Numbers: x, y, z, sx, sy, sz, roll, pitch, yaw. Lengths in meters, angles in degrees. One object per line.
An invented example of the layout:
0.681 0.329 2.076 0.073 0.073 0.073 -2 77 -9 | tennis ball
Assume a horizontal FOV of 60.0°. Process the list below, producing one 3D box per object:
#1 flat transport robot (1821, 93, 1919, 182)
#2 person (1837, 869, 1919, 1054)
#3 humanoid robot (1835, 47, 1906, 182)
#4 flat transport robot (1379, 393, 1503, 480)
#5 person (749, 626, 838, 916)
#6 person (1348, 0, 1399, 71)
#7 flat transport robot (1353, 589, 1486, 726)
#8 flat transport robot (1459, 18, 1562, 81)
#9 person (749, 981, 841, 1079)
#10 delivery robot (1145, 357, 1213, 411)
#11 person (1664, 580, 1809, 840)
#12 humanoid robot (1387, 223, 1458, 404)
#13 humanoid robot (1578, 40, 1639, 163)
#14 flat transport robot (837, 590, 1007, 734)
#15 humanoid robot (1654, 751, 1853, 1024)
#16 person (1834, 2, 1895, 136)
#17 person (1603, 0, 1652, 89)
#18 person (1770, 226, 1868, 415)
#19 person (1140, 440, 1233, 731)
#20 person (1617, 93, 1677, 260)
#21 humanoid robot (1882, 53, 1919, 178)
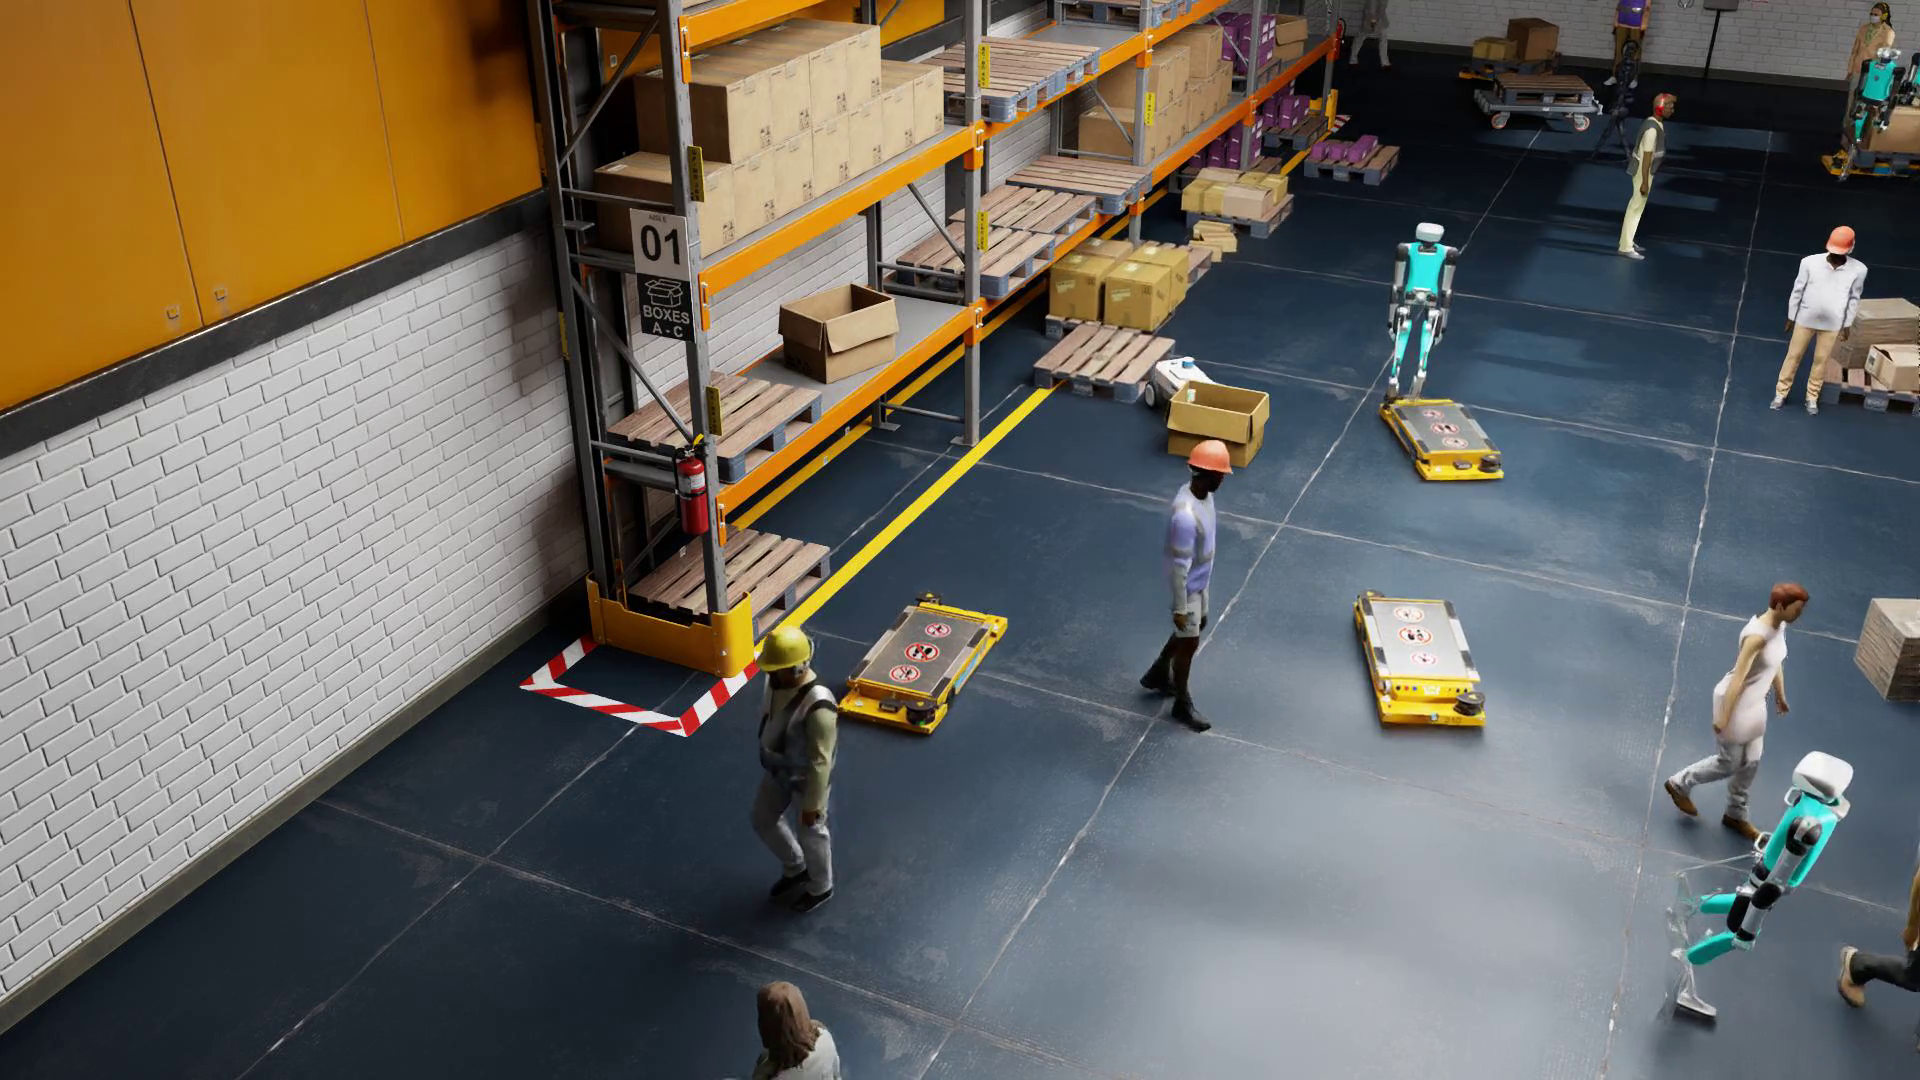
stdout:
12.176 -4.928 21.865 1.431 0.231 0.659 7 29 13 | flat transport robot
4.676 1.712 7.922 0.542 1.821 0.643 -4 29 -8 | person
11.823 -5.455 21.339 0.925 1.779 0.568 -20 34 -33 | humanoid robot
4.151 -0.902 14.400 0.659 0.231 1.431 -1 28 -3 | flat transport robot
-0.886 1.234 8.802 0.489 1.813 0.613 -18 33 -29 | person
6.733 -8.451 26.817 0.890 1.776 0.513 25 37 38 | person
3.095 0.781 11.279 0.659 0.231 1.431 2 28 4 | flat transport robot
8.752 -7.399 26.448 1.431 0.231 0.659 22 35 35 | flat transport robot
-0.580 2.476 6.700 0.731 1.624 0.497 19 34 31 | person
2.026 -1.356 14.954 0.523 0.607 0.779 -9 30 -15 | delivery robot
4.457 0.953 9.493 0.544 1.644 0.632 -24 37 -37 | person
4.003 -1.814 14.571 0.534 1.782 0.838 7 29 12 | humanoid robot
8.712 -5.806 22.050 0.755 1.624 0.588 7 29 13 | humanoid robot
-0.231 0.808 11.231 0.659 0.231 1.431 11 30 19 | flat transport robot
3.698 1.749 8.061 0.785 1.884 0.549 21 34 33 | humanoid robot
12.622 -6.518 23.139 0.392 1.871 0.548 -16 32 -27 | person
10.420 -8.006 25.849 0.546 1.917 0.460 25 37 38 | person
7.661 -1.958 14.807 0.562 1.739 0.349 12 31 22 | person
1.429 0.273 10.491 0.457 1.909 0.663 11 30 19 | person
7.667 -4.089 18.653 0.373 1.840 0.568 11 30 20 | person
12.130 -5.449 21.303 0.821 1.777 0.530 -18 33 -30 | humanoid robot
